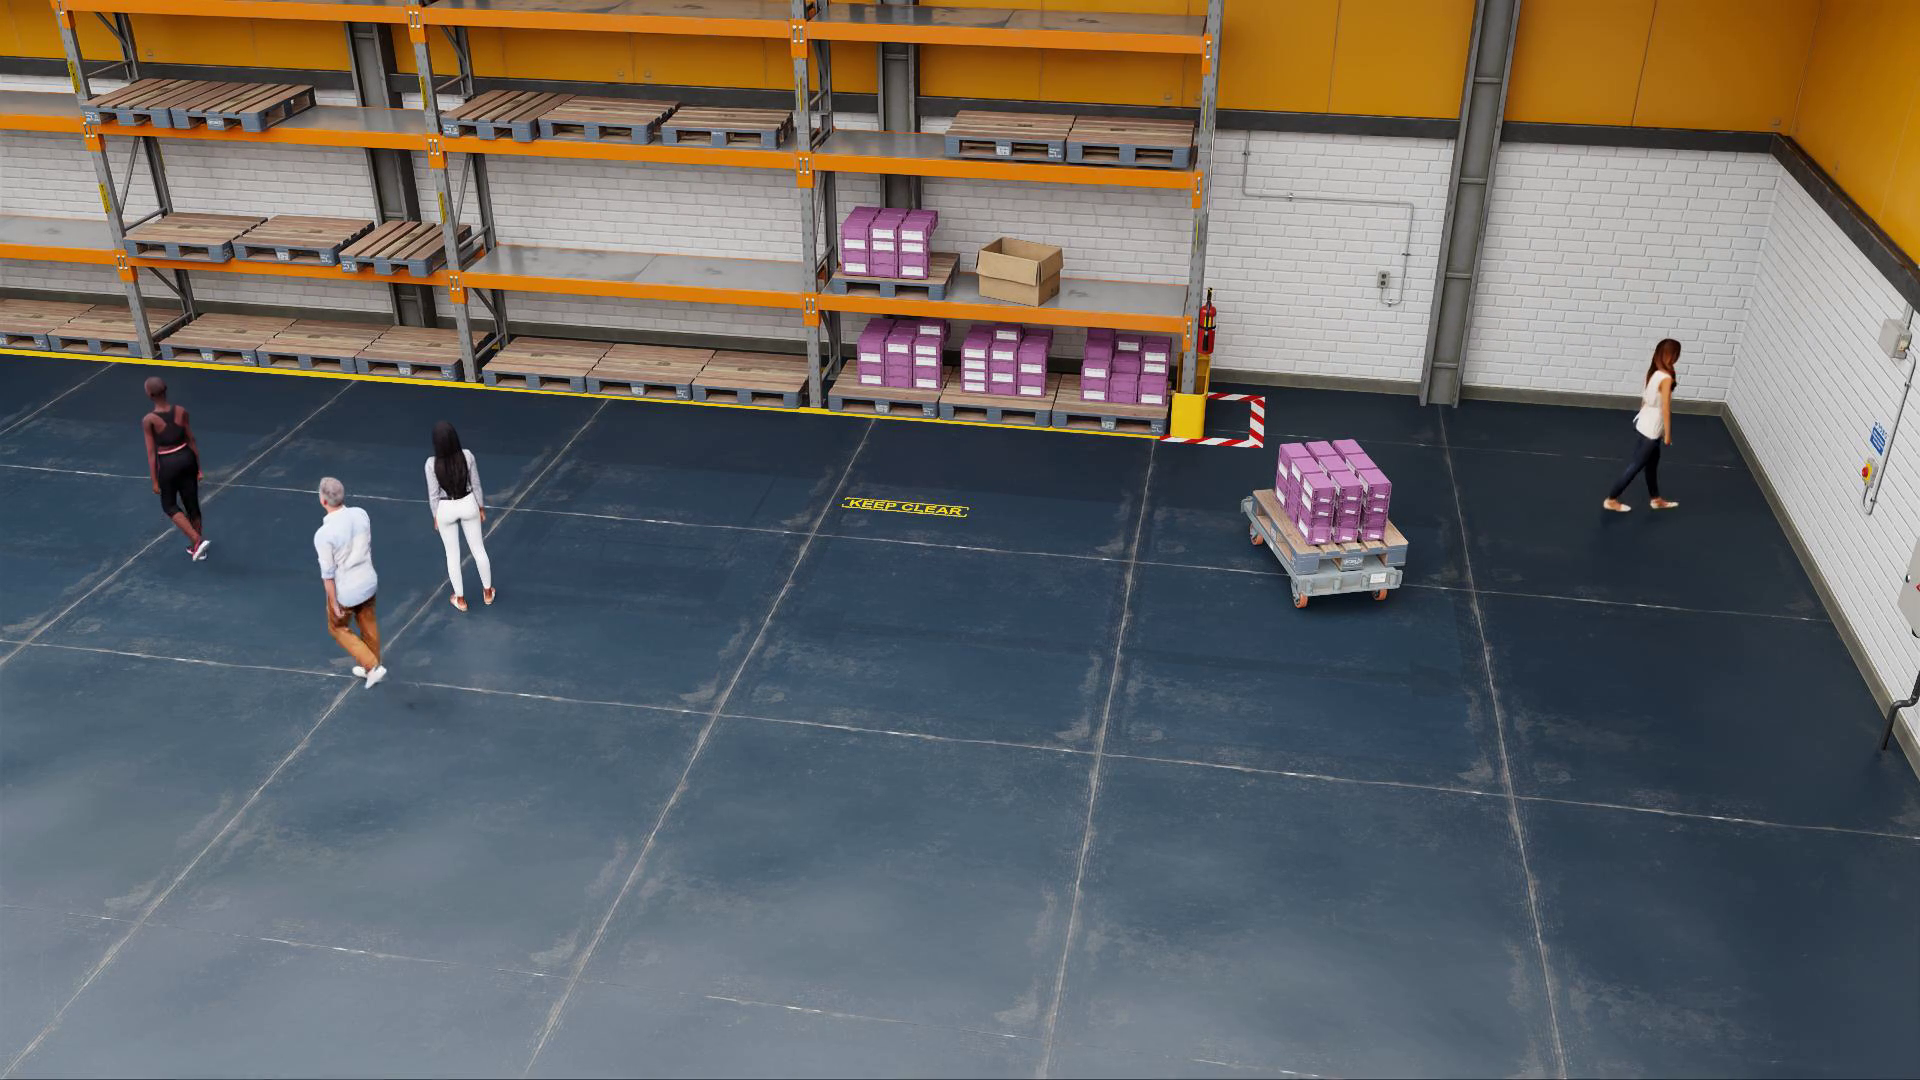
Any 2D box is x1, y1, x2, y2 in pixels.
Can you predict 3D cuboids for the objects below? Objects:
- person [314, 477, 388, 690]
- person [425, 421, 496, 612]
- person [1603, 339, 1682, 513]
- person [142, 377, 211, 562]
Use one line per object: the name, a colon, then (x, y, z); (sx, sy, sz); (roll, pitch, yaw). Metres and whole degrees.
person: (-4.672, 0.366, 12.911); (0.896, 1.813, 0.831); (16, 32, 27)
person: (-4.247, -0.216, 14.071); (0.644, 1.724, 0.733); (-13, 31, -23)
person: (6.365, -1.032, 15.536); (0.936, 1.754, 0.645); (3, 29, 5)
person: (-6.890, -0.587, 14.729); (0.907, 1.746, 0.818); (22, 35, 34)
